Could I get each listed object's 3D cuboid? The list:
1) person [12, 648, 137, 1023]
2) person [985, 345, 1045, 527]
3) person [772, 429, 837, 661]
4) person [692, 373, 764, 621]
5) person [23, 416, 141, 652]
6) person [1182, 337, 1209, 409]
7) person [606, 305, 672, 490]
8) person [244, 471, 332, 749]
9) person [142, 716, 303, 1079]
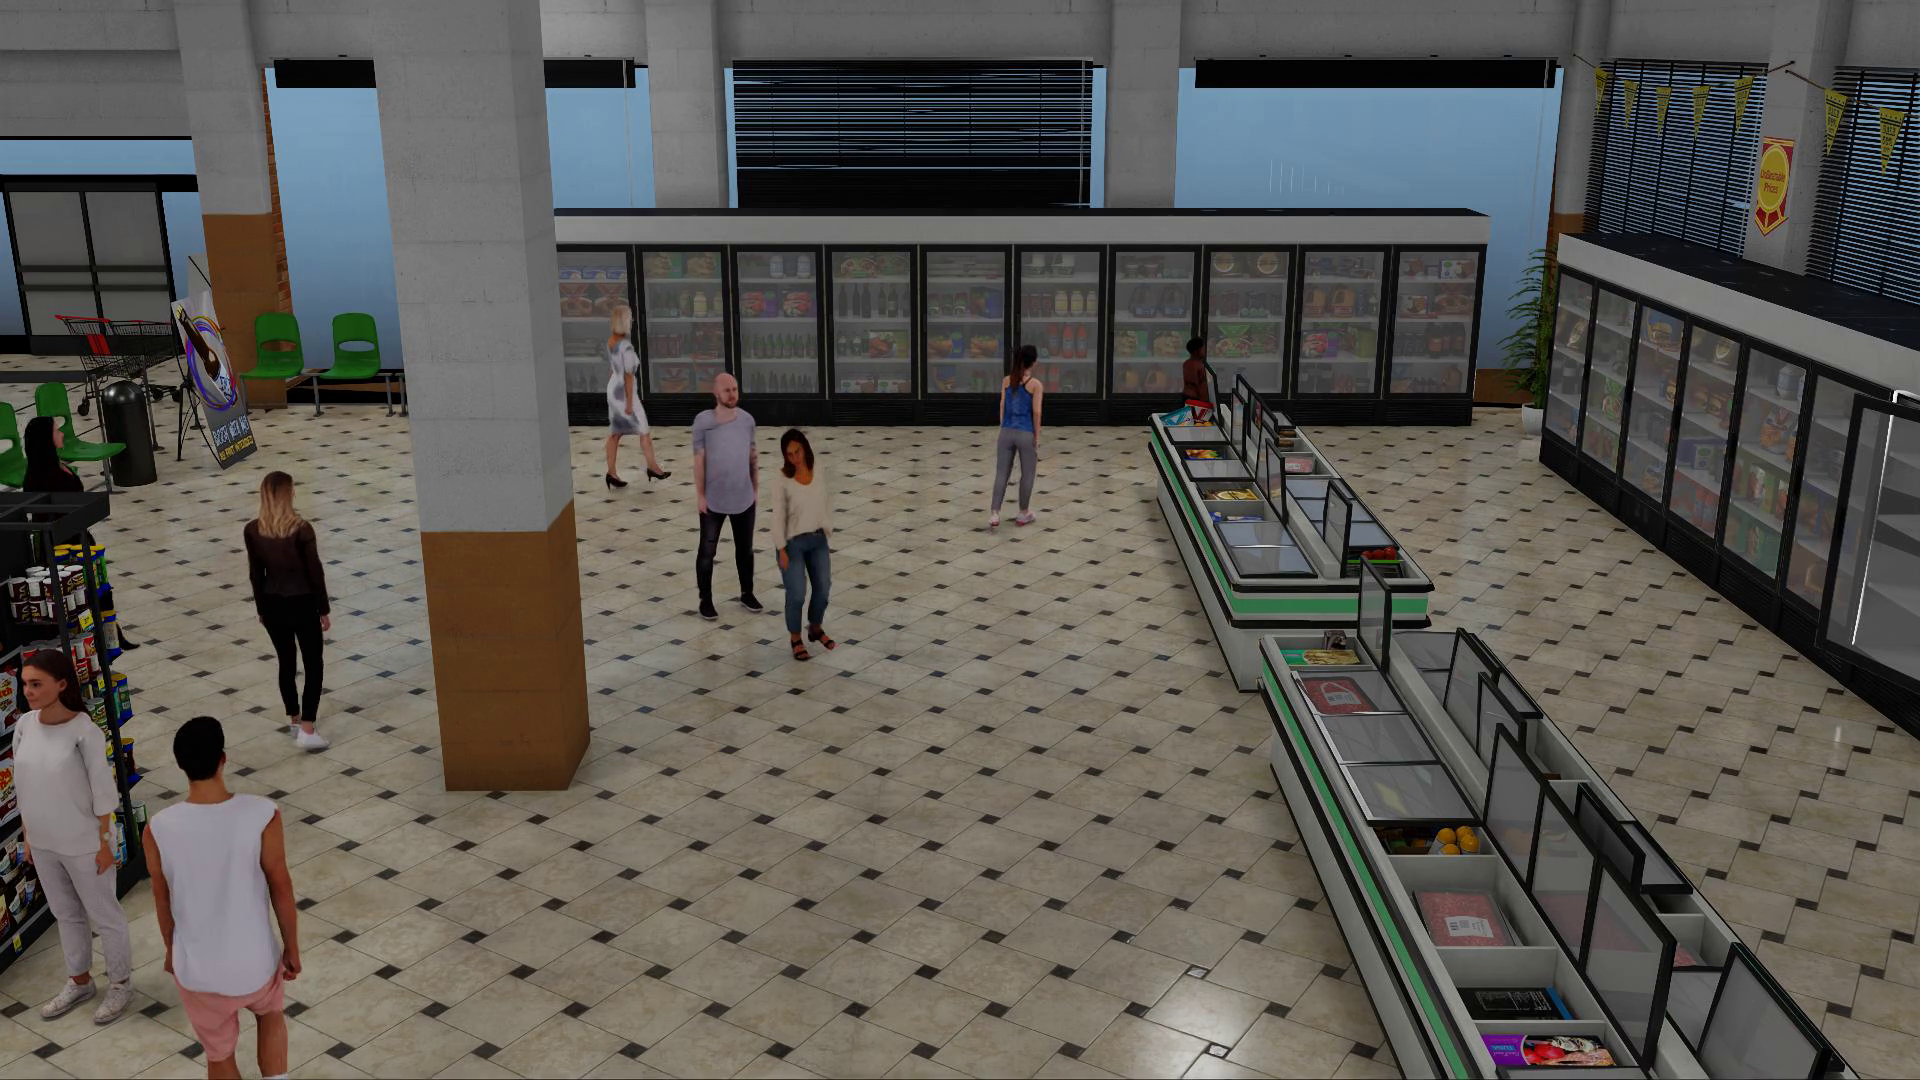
[{"bbox_3d":[-3.850,1.270,7.206,0.633,1.688,0.597,3,17,11],"label":"person"},{"bbox_3d":[0.474,-0.869,14.442,0.786,1.577,0.922,7,18,22],"label":"person"},{"bbox_3d":[-1.092,0.024,11.379,0.820,1.648,0.790,14,22,38],"label":"person"},{"bbox_3d":[-1.721,-0.333,12.238,0.758,1.831,0.766,-10,20,-30],"label":"person"},{"bbox_3d":[-6.116,0.072,11.103,1.053,1.715,1.145,-9,19,-27],"label":"person"},{"bbox_3d":[2.367,-1.436,16.868,0.642,1.252,0.542,-10,19,-29],"label":"person"},{"bbox_3d":[-3.241,-1.317,15.667,0.948,1.723,0.910,-15,22,-40],"label":"person"},{"bbox_3d":[-4.026,0.422,9.959,0.656,1.712,0.759,2,17,6],"label":"person"},{"bbox_3d":[-2.710,1.556,6.120,0.756,1.773,0.795,-8,19,-24],"label":"person"}]
